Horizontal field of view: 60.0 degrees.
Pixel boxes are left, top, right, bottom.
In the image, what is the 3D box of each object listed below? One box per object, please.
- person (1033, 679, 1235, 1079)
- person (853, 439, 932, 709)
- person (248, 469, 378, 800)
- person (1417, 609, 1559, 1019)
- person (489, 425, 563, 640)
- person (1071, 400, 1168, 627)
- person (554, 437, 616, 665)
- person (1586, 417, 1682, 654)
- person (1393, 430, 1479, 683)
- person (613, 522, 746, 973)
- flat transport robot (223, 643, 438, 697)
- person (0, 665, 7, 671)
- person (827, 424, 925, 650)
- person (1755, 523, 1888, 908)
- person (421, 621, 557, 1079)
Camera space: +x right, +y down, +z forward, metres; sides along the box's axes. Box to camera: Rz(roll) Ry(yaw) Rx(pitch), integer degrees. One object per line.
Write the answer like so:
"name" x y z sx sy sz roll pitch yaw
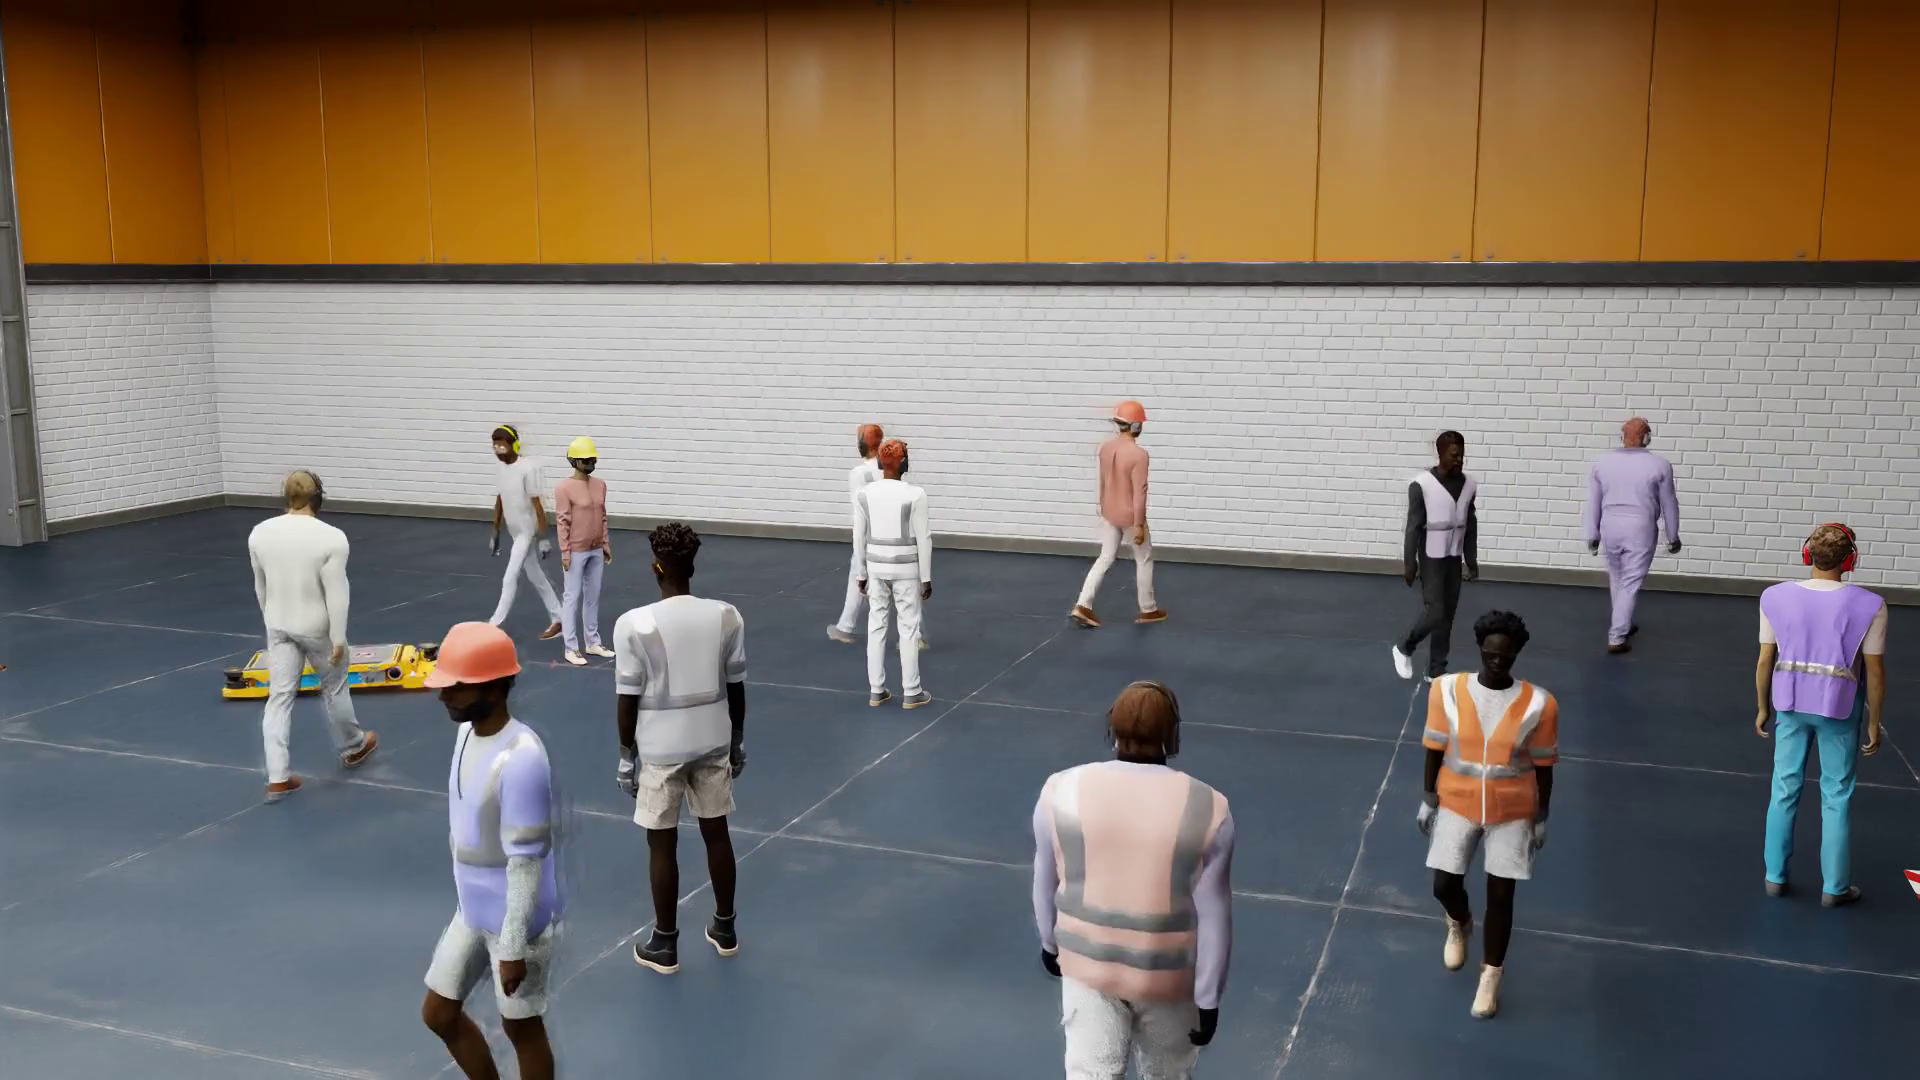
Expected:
"person" 0.542 1.306 5.206 0.637 1.790 0.947 2 9 13
"person" -0.459 0.238 11.587 0.573 1.882 0.355 3 10 20
"person" -3.846 0.521 9.821 0.648 1.887 1.011 1 9 7
"person" 2.170 1.095 6.845 0.547 1.685 0.434 4 10 22
"person" -3.597 -0.035 13.518 0.971 1.807 0.524 -8 12 -41
"person" 1.366 -0.220 14.208 0.981 1.956 0.622 -7 11 -37
"person" -2.916 0.077 12.944 0.308 1.769 0.524 5 11 30
"person" 5.473 -0.050 13.413 0.911 1.871 0.650 -8 12 -41
"person" 3.493 0.141 12.132 0.605 1.906 0.457 -5 11 -30
"person" -1.223 0.896 7.322 0.619 1.950 0.397 -7 11 -36
"flat transport robot" -4.579 0.945 12.180 1.431 0.197 0.652 -2 9 -14
"person" -7.459 0.237 12.413 0.529 1.610 0.444 6 11 32
"person" -0.658 -0.024 13.394 0.592 1.835 1.003 -8 12 -41
"person" 4.106 0.836 7.976 0.563 1.848 0.384 7 12 39
"person" -1.554 1.213 5.395 0.496 1.924 0.569 -7 12 -38
